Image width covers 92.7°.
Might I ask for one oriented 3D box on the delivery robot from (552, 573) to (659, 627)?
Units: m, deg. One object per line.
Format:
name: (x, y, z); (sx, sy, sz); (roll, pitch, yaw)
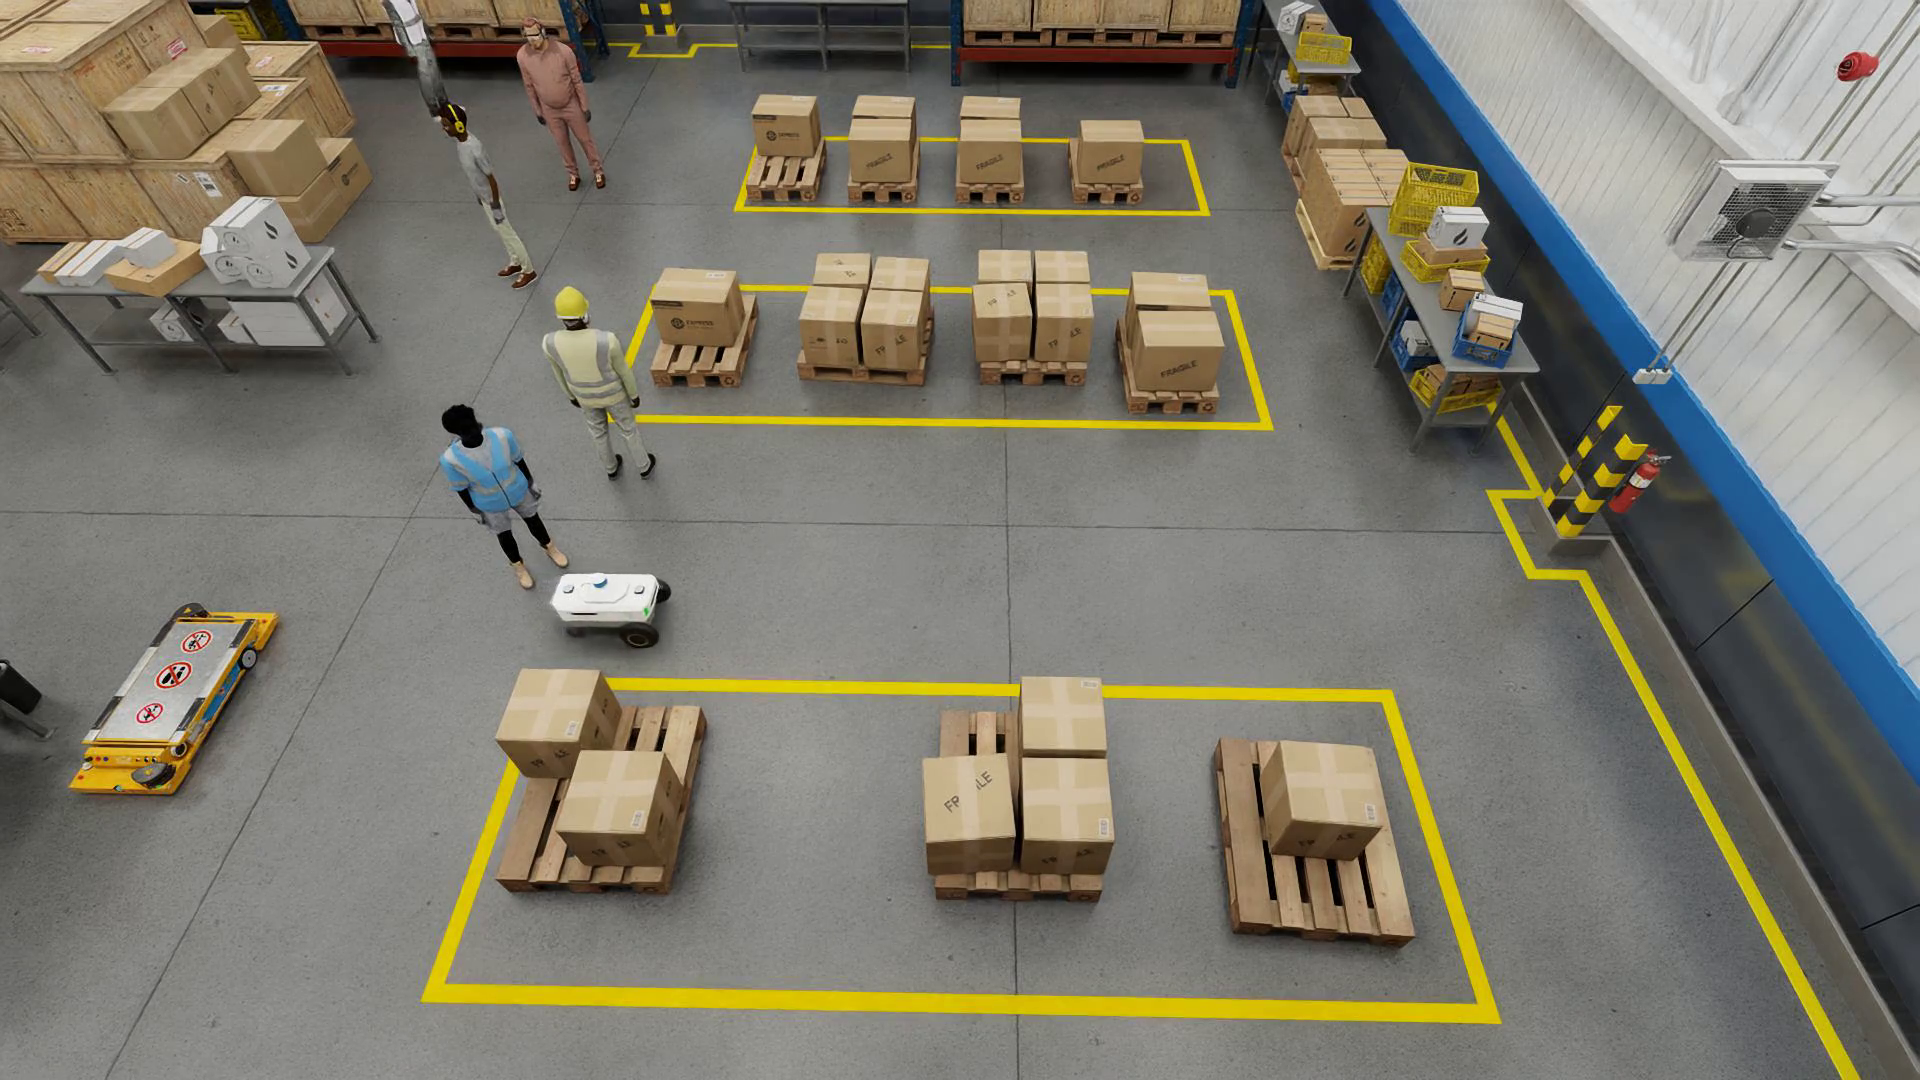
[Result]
delivery robot: (-2.592, 0.427, 6.743); (0.707, 0.478, 0.477); (1, 50, 1)

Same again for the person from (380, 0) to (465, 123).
person: (-6.909, -6.312, 11.626); (0.378, 1.910, 0.592); (1, 50, 1)

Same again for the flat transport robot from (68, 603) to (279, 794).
flat transport robot: (-5.504, 1.072, 6.442); (0.652, 0.197, 1.431); (1, 50, 1)

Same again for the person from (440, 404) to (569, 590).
person: (-3.337, -0.320, 6.689); (0.538, 1.700, 0.317); (-36, 58, -26)

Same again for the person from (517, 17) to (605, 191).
person: (-4.571, -4.953, 10.485); (0.647, 1.901, 0.402); (-5, 50, -4)

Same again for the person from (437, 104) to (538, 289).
person: (-4.755, -3.428, 9.216); (0.328, 1.862, 0.512); (-35, 58, -26)

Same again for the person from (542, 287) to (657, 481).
person: (-2.883, -1.205, 7.361); (0.596, 1.824, 0.403); (-2, 50, -1)
